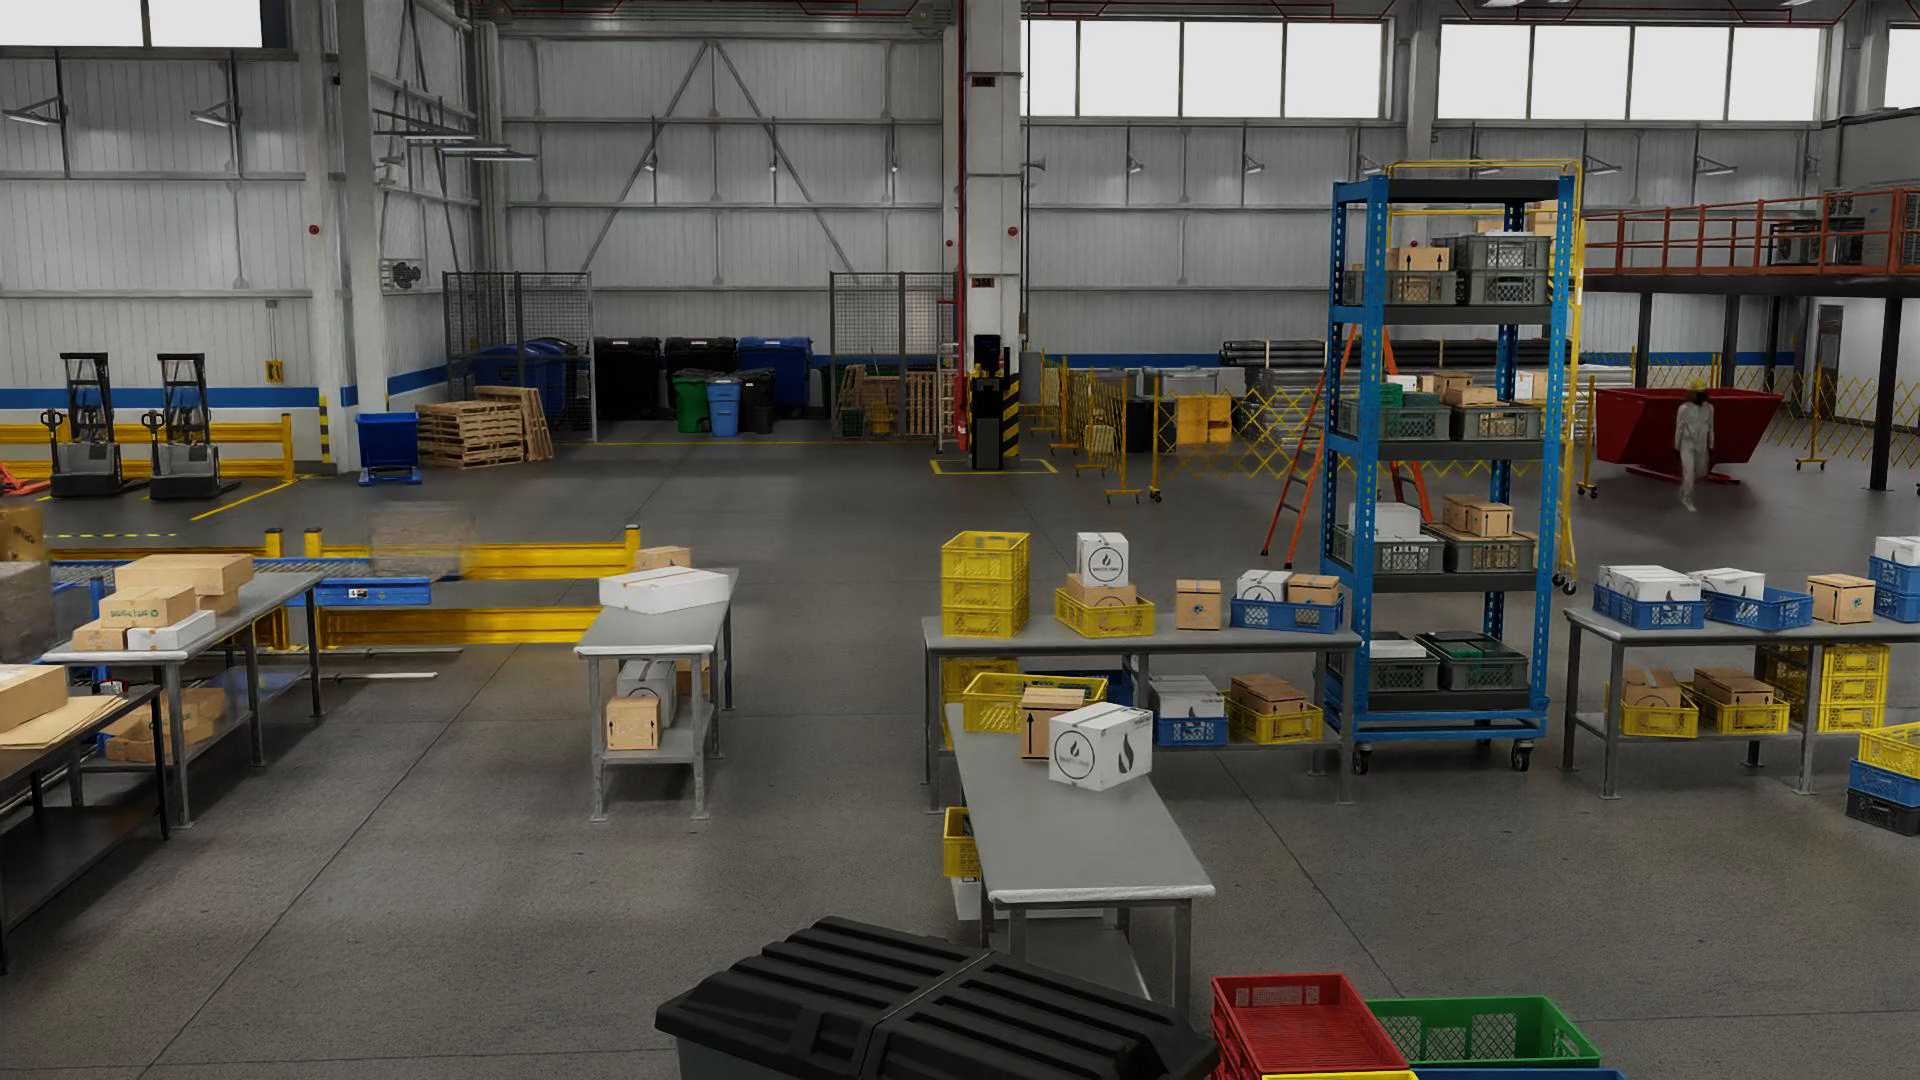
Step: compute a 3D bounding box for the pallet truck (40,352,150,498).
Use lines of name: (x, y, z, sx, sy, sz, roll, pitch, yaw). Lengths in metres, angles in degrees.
pallet truck: (-11.907, -1.642, 23.165, 0.823, 1.965, 1.885, 0, 9, 0)

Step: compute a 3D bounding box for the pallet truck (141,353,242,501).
pallet truck: (-10.520, -1.604, 22.925, 0.823, 1.965, 1.885, -1, 9, -6)

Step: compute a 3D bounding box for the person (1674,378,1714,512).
person: (9.447, -1.238, 21.467, 0.494, 1.724, 0.532, -1, 9, -3)

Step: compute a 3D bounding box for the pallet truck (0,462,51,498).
pallet truck: (-13.193, -1.293, 23.148, 0.653, 1.274, 1.630, -1, 9, -4)
